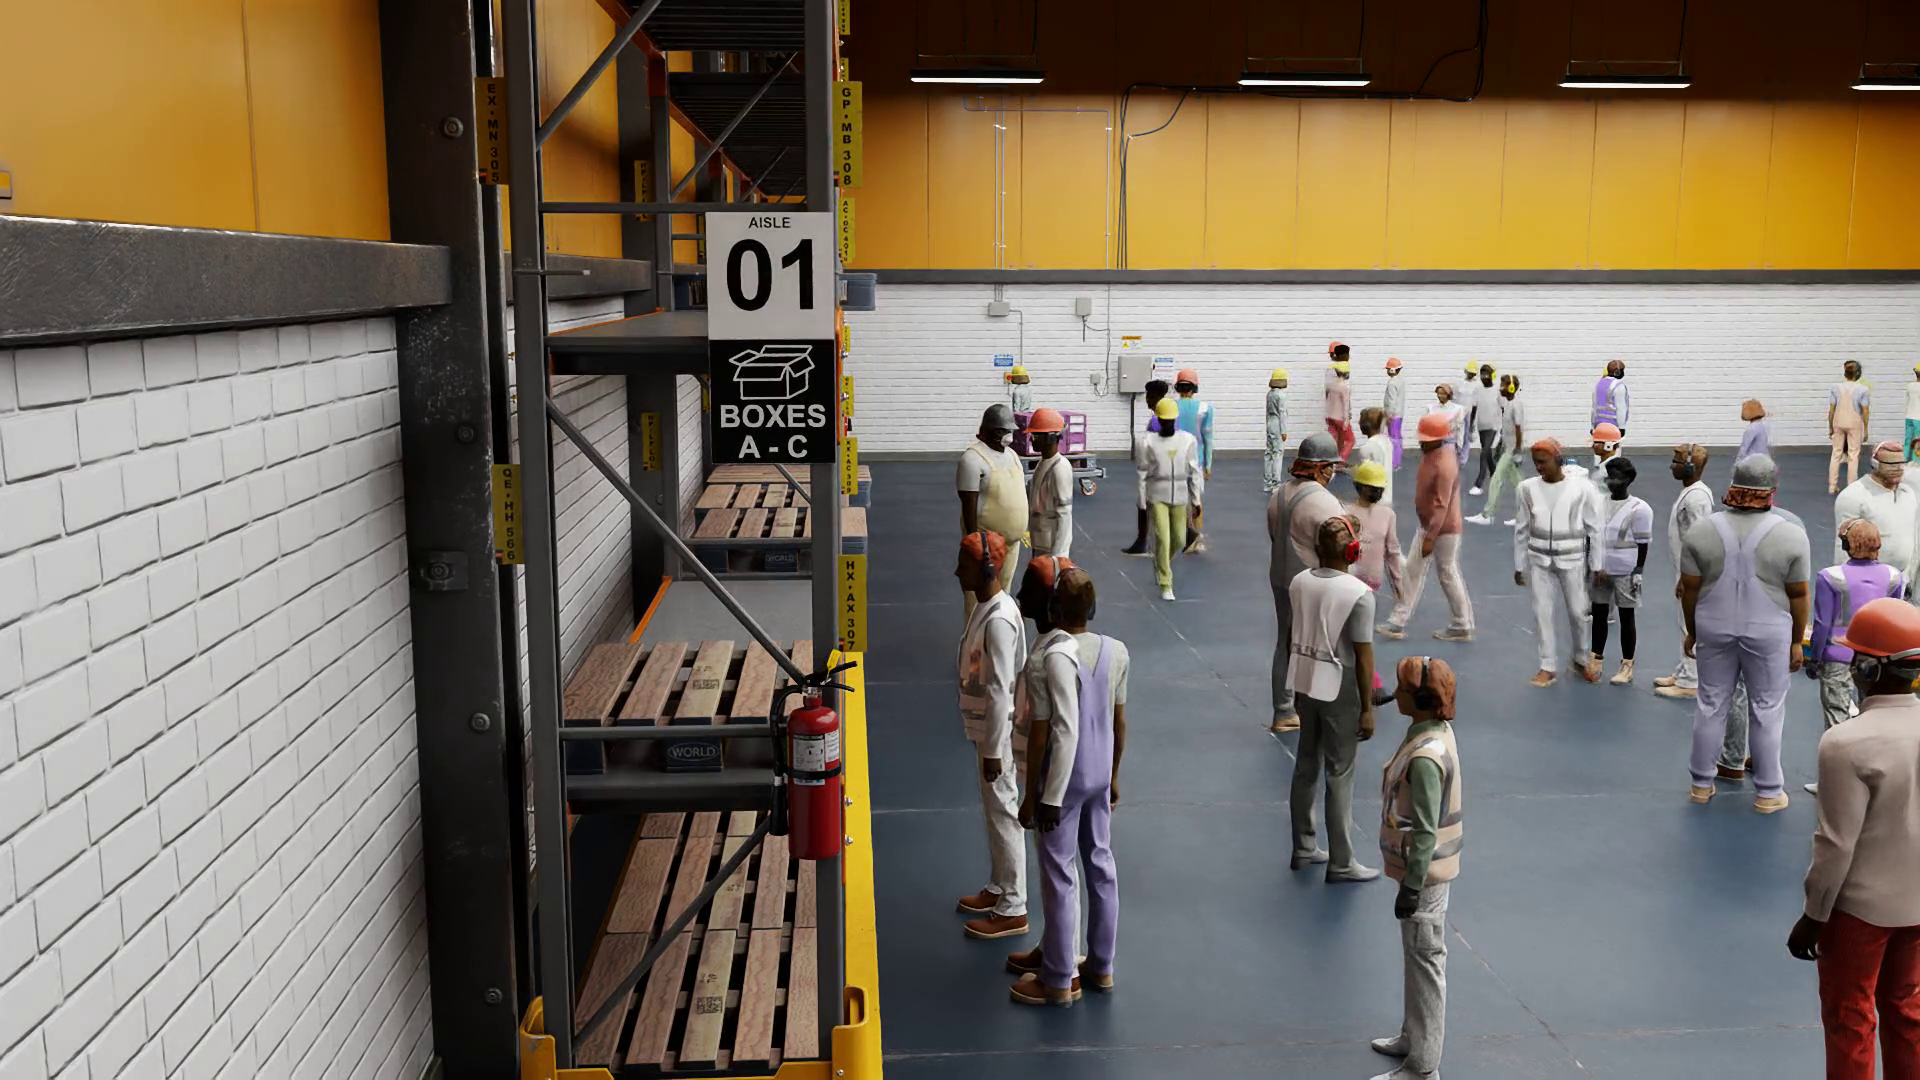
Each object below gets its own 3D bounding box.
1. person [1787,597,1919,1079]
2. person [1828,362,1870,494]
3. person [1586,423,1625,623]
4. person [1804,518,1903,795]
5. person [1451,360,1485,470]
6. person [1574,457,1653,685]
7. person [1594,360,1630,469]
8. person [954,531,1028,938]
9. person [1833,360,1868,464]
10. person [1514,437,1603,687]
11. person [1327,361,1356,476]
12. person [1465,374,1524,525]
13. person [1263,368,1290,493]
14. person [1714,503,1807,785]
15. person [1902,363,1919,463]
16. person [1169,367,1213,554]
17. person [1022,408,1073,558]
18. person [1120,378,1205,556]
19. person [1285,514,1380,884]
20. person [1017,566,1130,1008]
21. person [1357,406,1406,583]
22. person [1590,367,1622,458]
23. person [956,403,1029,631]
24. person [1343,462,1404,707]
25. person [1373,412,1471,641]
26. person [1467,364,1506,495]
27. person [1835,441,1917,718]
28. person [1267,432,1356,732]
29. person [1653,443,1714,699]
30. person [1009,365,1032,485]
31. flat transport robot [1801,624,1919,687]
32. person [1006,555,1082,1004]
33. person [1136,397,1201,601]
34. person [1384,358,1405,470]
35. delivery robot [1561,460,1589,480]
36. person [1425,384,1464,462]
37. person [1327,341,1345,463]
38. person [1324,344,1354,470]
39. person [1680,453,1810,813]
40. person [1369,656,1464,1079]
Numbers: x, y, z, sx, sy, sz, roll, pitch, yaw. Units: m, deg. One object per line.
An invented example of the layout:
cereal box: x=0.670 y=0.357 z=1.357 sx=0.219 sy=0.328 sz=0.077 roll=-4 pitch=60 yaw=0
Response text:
person: x=2.998 y=1.175 z=5.478 sx=0.610 sy=1.996 sz=0.379 roll=-4 pitch=10 yaw=-23
person: x=12.255 y=-1.531 z=22.940 sx=0.334 sy=1.845 sz=0.513 roll=-8 pitch=12 yaw=-43
person: x=5.622 y=-0.152 z=14.571 sx=0.325 sy=1.752 sz=0.560 roll=2 pitch=9 yaw=11
person: x=5.155 y=0.694 z=9.609 sx=0.515 sy=1.641 sz=0.314 roll=0 pitch=9 yaw=-3
person: x=7.866 y=-1.928 z=25.814 sx=0.530 sy=1.717 sz=0.605 roll=4 pitch=10 yaw=22
person: x=4.873 y=0.224 z=12.389 sx=0.318 sy=1.697 sz=0.535 roll=-6 pitch=11 yaw=-34
person: x=9.209 y=-1.618 z=23.498 sx=0.430 sy=1.845 sz=0.623 roll=-2 pitch=9 yaw=-10
person: x=0.150 y=0.886 z=7.690 sx=0.355 sy=1.876 sz=0.573 roll=-1 pitch=9 yaw=-5
person: x=14.175 y=-2.029 z=26.582 sx=0.443 sy=1.678 sz=0.547 roll=-5 pitch=10 yaw=-28
person: x=4.445 y=0.158 z=12.312 sx=0.640 sy=1.860 sz=0.623 roll=6 pitch=11 yaw=34
person: x=5.746 y=-1.815 z=25.042 sx=0.451 sy=1.753 sz=0.526 roll=-4 pitch=10 yaw=-23
person: x=6.540 y=-1.082 z=20.153 sx=0.884 sy=1.830 sz=0.542 roll=2 pitch=9 yaw=12
person: x=4.446 y=-1.531 z=23.266 sx=0.295 sy=1.744 sz=0.484 roll=-3 pitch=9 yaw=-17
person: x=4.713 y=0.494 z=9.935 sx=0.627 sy=1.939 sz=0.371 roll=-3 pitch=10 yaw=-20
person: x=14.246 y=-1.772 z=24.708 sx=0.312 sy=1.769 sz=0.525 roll=-1 pitch=9 yaw=-5
person: x=2.451 y=-0.865 z=18.179 sx=0.604 sy=2.033 sz=0.415 roll=2 pitch=9 yaw=10
person: x=0.652 y=0.021 z=12.578 sx=0.374 sy=2.043 sz=0.613 roll=-2 pitch=9 yaw=-13
person: x=2.185 y=-0.768 z=17.838 sx=0.858 sy=1.934 sz=0.604 roll=4 pitch=10 yaw=22
person: x=1.849 y=0.791 z=8.350 sx=0.396 sy=1.849 sz=0.565 roll=-5 pitch=10 yaw=-29
person: x=0.461 y=1.020 z=6.926 sx=0.506 sy=1.846 sz=0.346 roll=-6 pitch=11 yaw=-34
person: x=3.923 y=-0.332 z=15.494 sx=0.636 sy=1.830 sz=0.520 roll=8 pitch=12 yaw=41
person: x=9.309 y=-1.631 z=23.925 sx=0.487 sy=1.733 sz=0.326 roll=1 pitch=9 yaw=8
person: x=0.299 y=-0.091 z=13.289 sx=0.536 sy=2.000 sz=0.683 roll=8 pitch=12 yaw=41
person: x=2.891 y=0.305 z=11.778 sx=0.540 sy=1.714 sz=0.938 roll=-4 pitch=10 yaw=-23
person: x=3.831 y=-0.096 z=13.661 sx=0.915 sy=1.927 sz=0.684 roll=-1 pitch=9 yaw=-6
person: x=7.376 y=-1.550 z=23.203 sx=0.977 sy=1.815 sz=0.534 roll=-8 pitch=12 yaw=-40
person: x=6.320 y=0.267 z=11.460 sx=0.651 sy=1.906 sz=0.403 roll=-3 pitch=10 yaw=-20
person: x=2.311 y=0.298 z=10.843 sx=0.535 sy=2.000 sz=0.681 roll=-4 pitch=10 yaw=-21
person: x=5.213 y=0.222 z=11.935 sx=0.351 sy=1.846 sz=0.506 roll=4 pitch=10 yaw=25
person: x=0.879 y=-1.672 z=24.185 sx=0.342 sy=1.735 sz=0.483 roll=4 pitch=10 yaw=25
flat transport robot: x=6.913 y=0.859 z=12.860 sx=0.652 sy=0.197 sz=1.431 roll=-5 pitch=10 yaw=-27
person: x=0.372 y=0.991 z=6.978 sx=0.341 sy=1.883 sz=0.587 roll=0 pitch=9 yaw=0
person: x=1.951 y=-0.413 z=15.753 sx=0.599 sy=1.902 sz=0.770 roll=-2 pitch=9 yaw=-12
person: x=6.755 y=-1.968 z=25.971 sx=0.338 sy=1.752 sz=0.565 roll=5 pitch=10 yaw=30
delivery robot: x=8.205 y=-0.835 z=22.316 sx=0.477 sy=0.478 sz=0.707 roll=5 pitch=10 yaw=29
person: x=6.262 y=-1.213 z=21.596 sx=0.518 sy=1.636 sz=0.312 roll=5 pitch=10 yaw=29
person: x=6.089 y=-2.215 z=26.832 sx=0.412 sy=1.977 sz=0.640 roll=3 pitch=10 yaw=20
person: x=5.929 y=-2.079 z=26.002 sx=0.367 sy=1.966 sz=0.604 roll=-3 pitch=10 yaw=-21
person: x=4.478 y=0.515 z=9.483 sx=0.674 sy=2.000 sz=0.535 roll=7 pitch=11 yaw=37
person: x=1.716 y=1.235 z=6.217 sx=0.307 sy=1.641 sz=0.512 roll=3 pitch=9 yaw=16
